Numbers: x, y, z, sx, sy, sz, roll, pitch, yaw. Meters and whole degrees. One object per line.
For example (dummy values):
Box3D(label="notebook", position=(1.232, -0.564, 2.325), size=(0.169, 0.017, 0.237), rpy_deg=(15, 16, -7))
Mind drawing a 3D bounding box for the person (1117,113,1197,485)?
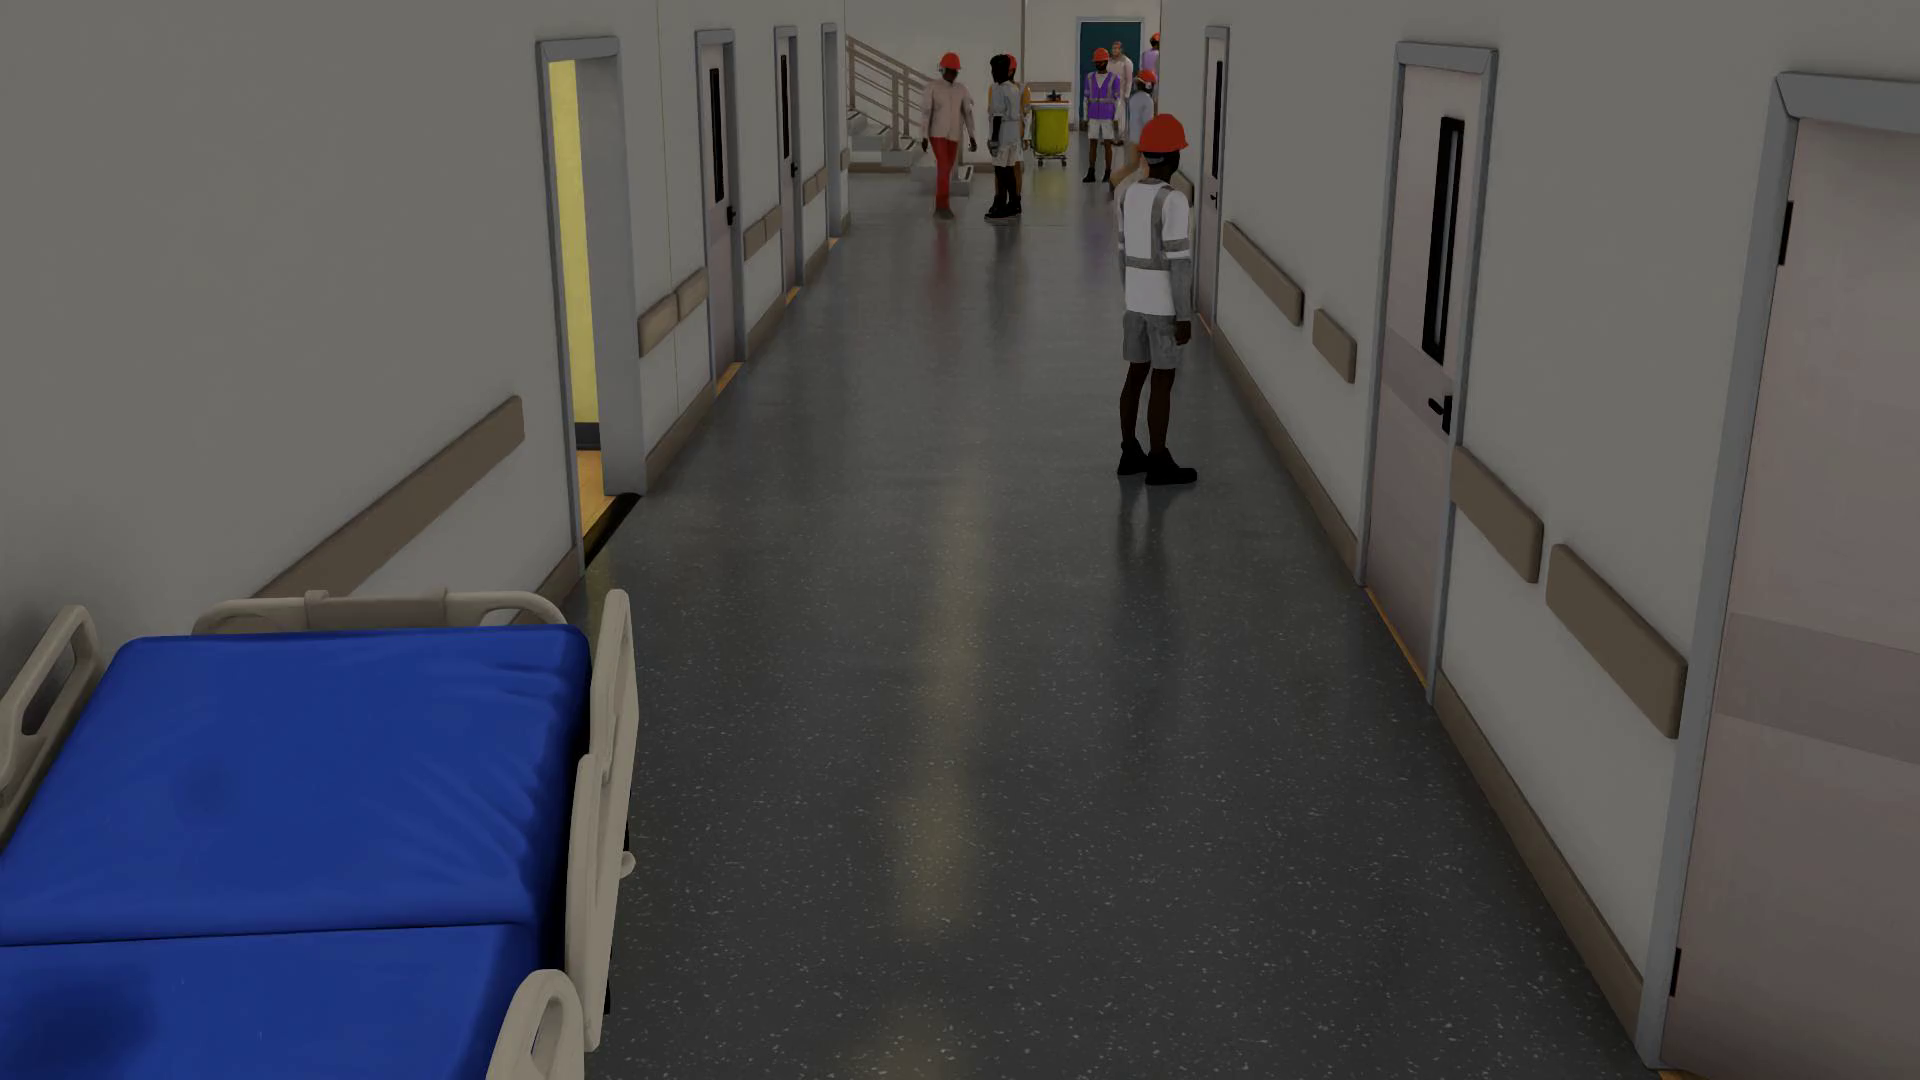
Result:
Box3D(label="person", position=(1.048, -1.258, 8.813), size=(0.347, 1.942, 0.545), rpy_deg=(-10, 20, -29))

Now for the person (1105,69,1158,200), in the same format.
Box3D(label="person", position=(2.320, -5.301, 21.875), size=(0.723, 1.725, 0.570), rpy_deg=(-7, 19, -20))

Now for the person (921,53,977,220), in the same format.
Box3D(label="person", position=(-0.122, -4.891, 20.188), size=(0.659, 1.956, 0.779), rpy_deg=(-12, 21, -32))

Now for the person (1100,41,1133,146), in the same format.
Box3D(label="person", position=(2.930, -8.391, 31.318), size=(0.678, 1.900, 0.401), rpy_deg=(14, 23, 38))

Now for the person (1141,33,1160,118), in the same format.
Box3D(label="person", position=(3.943, -9.248, 33.780), size=(0.411, 2.033, 0.613), rpy_deg=(-16, 24, -42))

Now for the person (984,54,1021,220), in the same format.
Box3D(label="person", position=(0.524, -4.864, 20.127), size=(0.387, 1.954, 0.610), rpy_deg=(8, 19, 23))

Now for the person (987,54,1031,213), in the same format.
Box3D(label="person", position=(0.598, -5.064, 20.776), size=(0.552, 1.937, 0.356), rpy_deg=(4, 18, 14))

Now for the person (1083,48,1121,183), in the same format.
Box3D(label="person", position=(2.064, -6.219, 24.408), size=(0.551, 1.934, 0.373), rpy_deg=(7, 19, 20))
